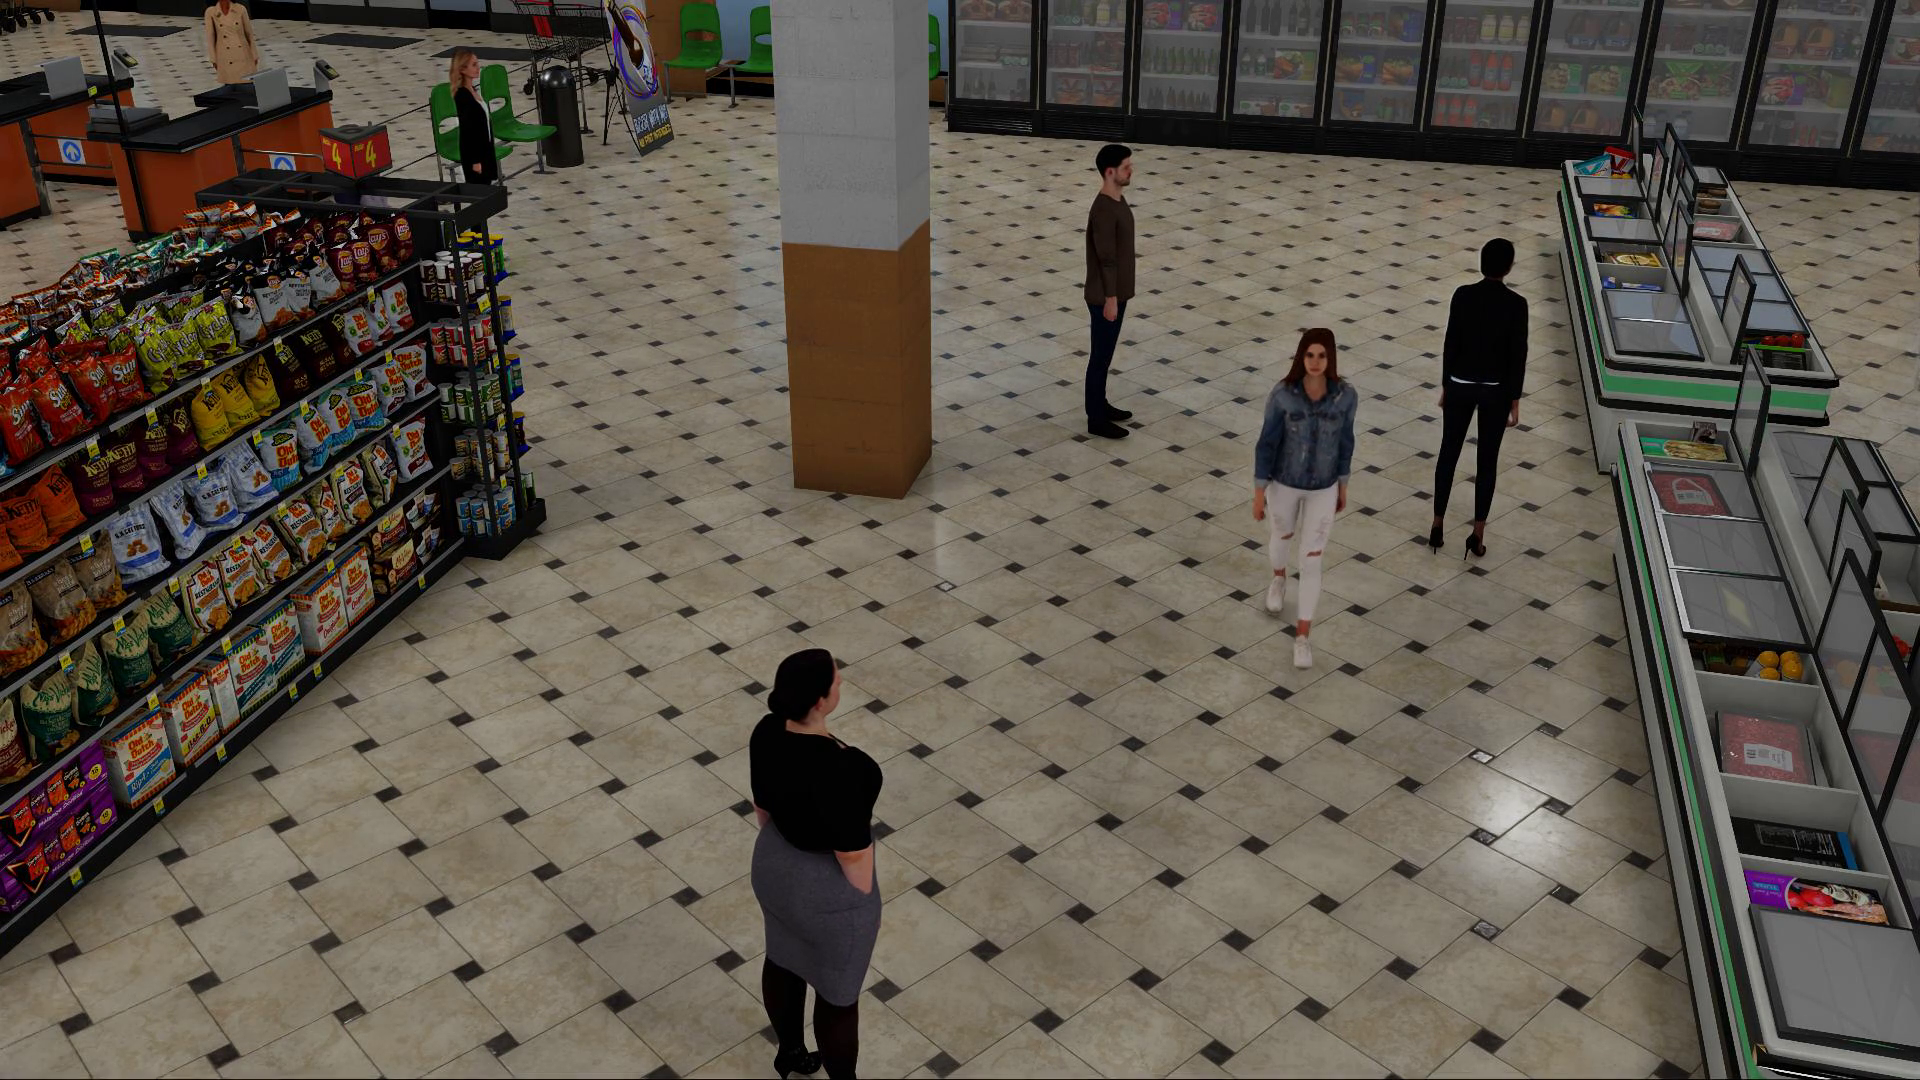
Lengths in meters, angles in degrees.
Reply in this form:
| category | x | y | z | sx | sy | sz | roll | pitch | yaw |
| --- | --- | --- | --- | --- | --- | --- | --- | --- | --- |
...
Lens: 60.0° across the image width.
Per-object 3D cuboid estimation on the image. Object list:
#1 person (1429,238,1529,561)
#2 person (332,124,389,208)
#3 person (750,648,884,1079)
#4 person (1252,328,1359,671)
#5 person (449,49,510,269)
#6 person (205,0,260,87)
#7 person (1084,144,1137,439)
| category | x | y | z | sx | sy | sz | roll | pitch | yaw |
| --- | --- | --- | --- | --- | --- | --- | --- | --- | --- |
| person | 2.818 | -0.758 | 9.062 | 0.648 | 1.834 | 0.611 | 16 | 31 | 28 |
| person | -4.055 | -1.931 | 11.381 | 0.817 | 1.829 | 0.632 | -2 | 27 | -3 |
| person | -0.482 | 1.134 | 5.415 | 0.800 | 1.759 | 0.773 | -22 | 34 | -37 |
| person | 1.699 | -0.278 | 8.315 | 0.723 | 1.654 | 1.161 | 4 | 27 | 8 |
| person | -4.025 | -3.158 | 13.831 | 0.730 | 1.801 | 0.577 | -3 | 27 | -7 |
| person | -7.855 | -5.216 | 18.023 | 0.725 | 1.680 | 0.748 | -11 | 29 | -20 |
| person | 0.950 | -1.601 | 10.665 | 0.721 | 1.888 | 0.521 | 5 | 27 | 9 |
